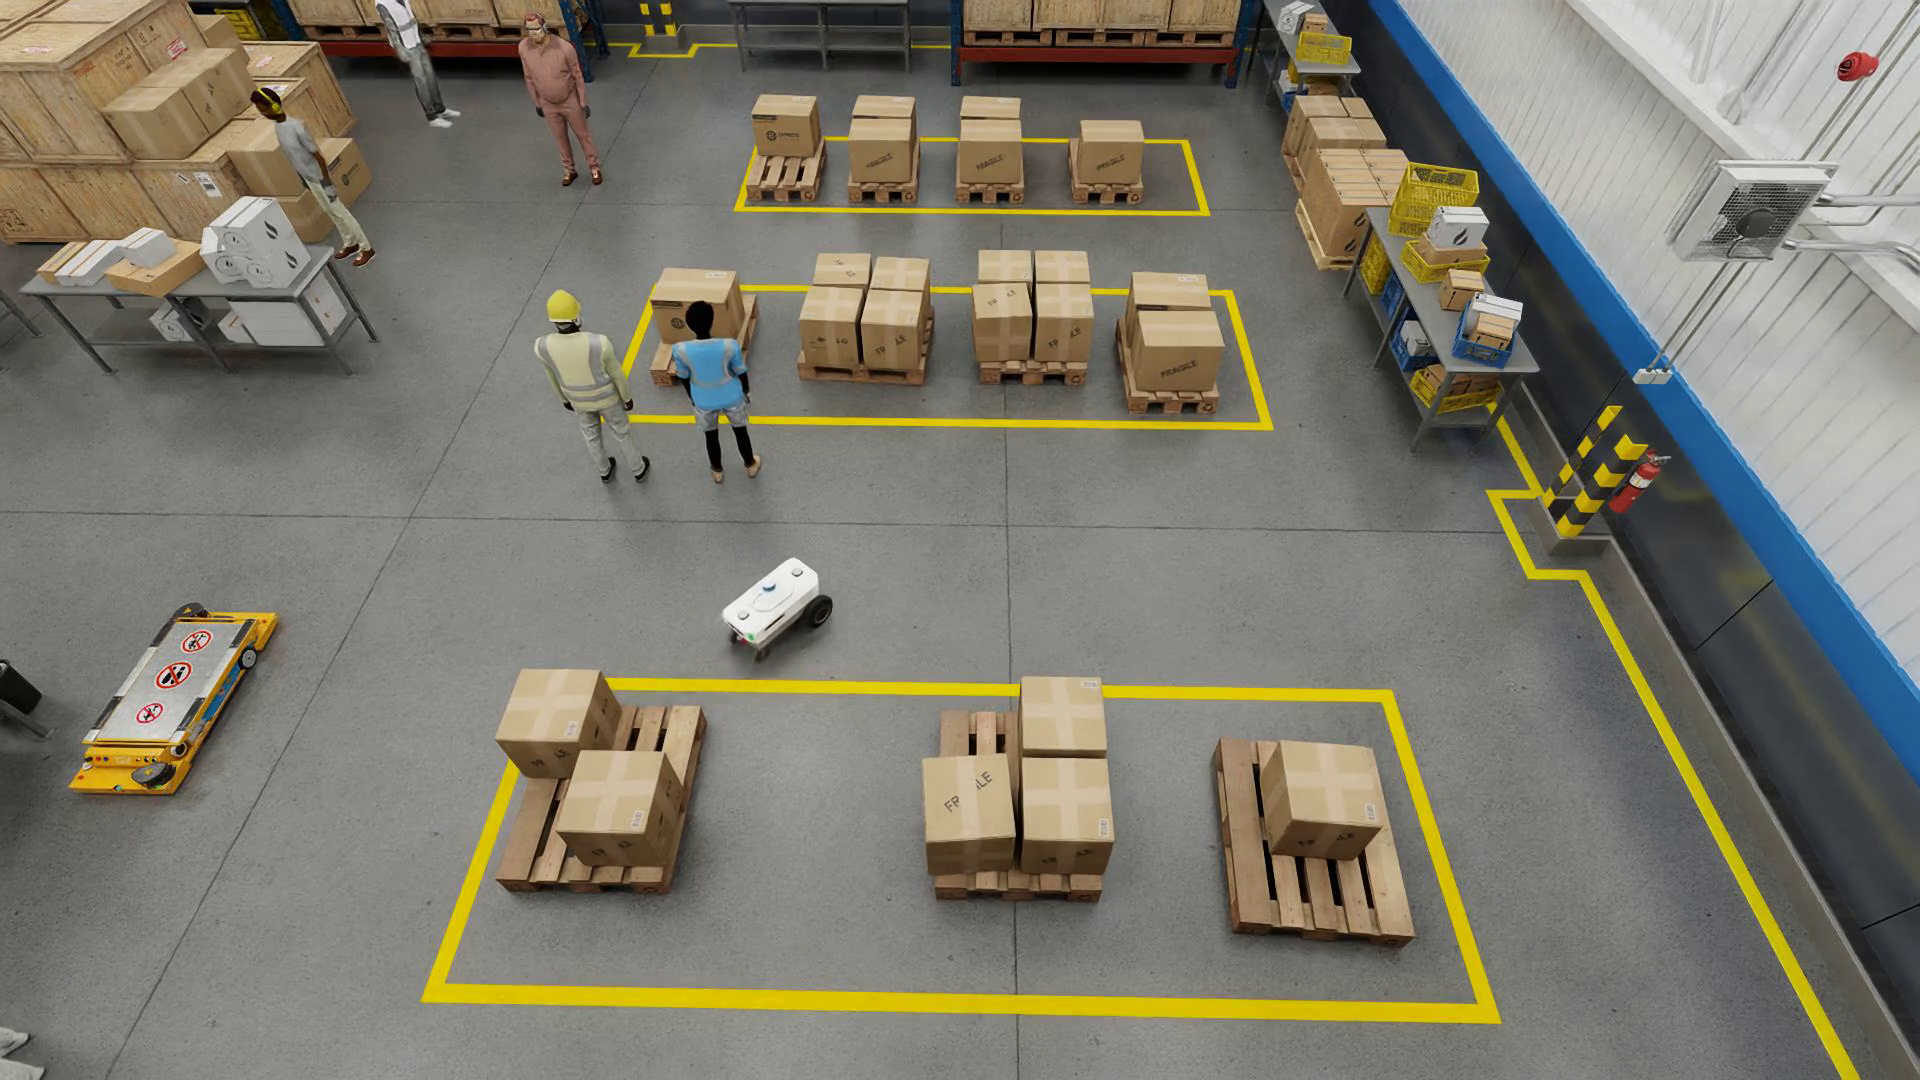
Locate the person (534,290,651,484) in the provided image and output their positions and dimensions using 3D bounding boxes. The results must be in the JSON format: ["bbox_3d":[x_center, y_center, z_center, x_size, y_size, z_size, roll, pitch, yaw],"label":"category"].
[{"bbox_3d":[-2.928,-1.175,7.336,0.595,1.824,0.403,-1,50,-1],"label":"person"}]

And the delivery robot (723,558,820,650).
[{"bbox_3d":[-1.373,0.455,6.717,0.477,0.478,0.707,34,57,25],"label":"delivery robot"}]

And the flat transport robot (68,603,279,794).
[{"bbox_3d":[-5.504,1.072,6.442,0.652,0.197,1.431,1,50,1],"label":"flat transport robot"}]

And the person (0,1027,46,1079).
[{"bbox_3d":[-5.230,2.434,4.409,0.527,1.627,0.322,33,57,25],"label":"person"}]

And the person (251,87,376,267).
[{"bbox_3d":[-6.666,-3.721,9.462,0.518,1.865,0.328,25,54,20],"label":"person"}]

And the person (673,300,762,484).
[{"bbox_3d":[-1.955,-1.167,7.418,0.546,1.685,0.325,-8,50,-7],"label":"person"}]

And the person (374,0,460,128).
[{"bbox_3d":[-6.928,-6.218,11.546,0.382,1.910,0.595,1,50,1],"label":"person"}]

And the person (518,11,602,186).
[{"bbox_3d":[-4.601,-5.040,10.549,0.639,1.910,0.407,-2,50,-2],"label":"person"}]
